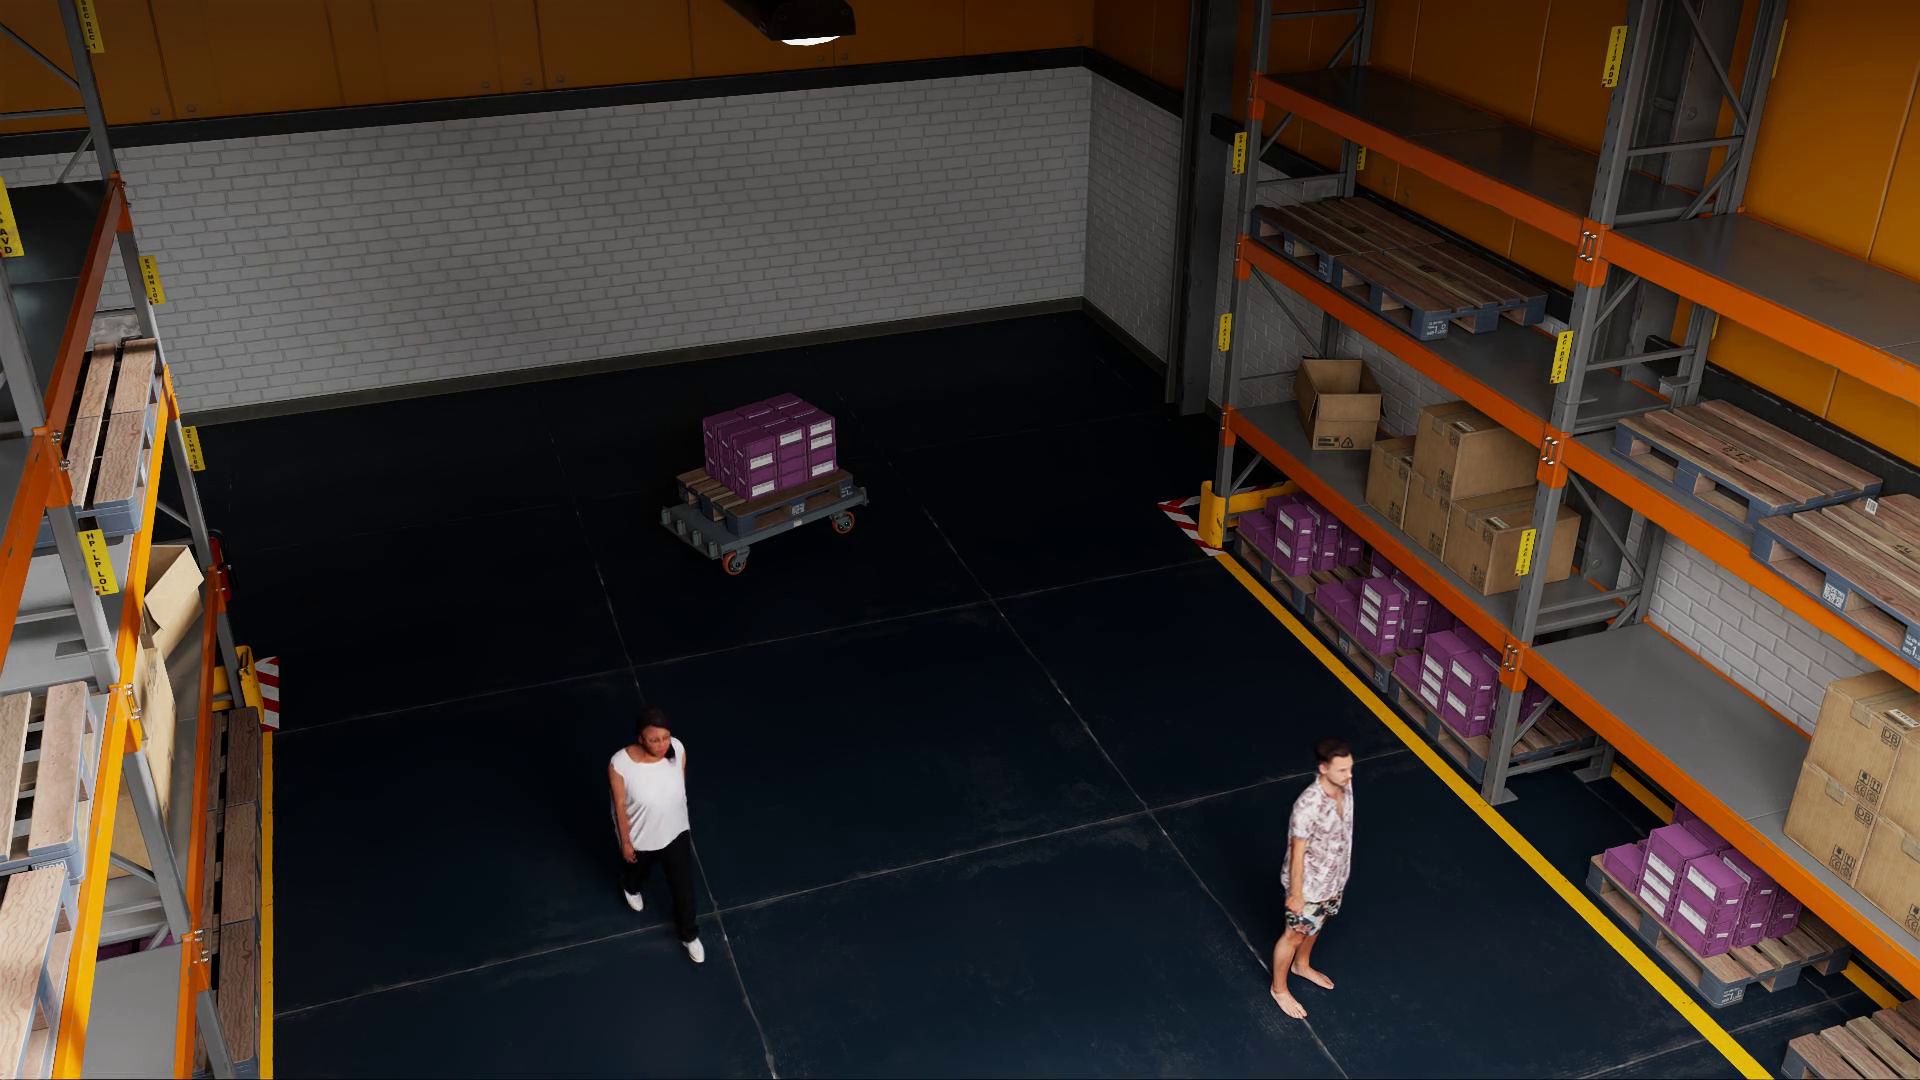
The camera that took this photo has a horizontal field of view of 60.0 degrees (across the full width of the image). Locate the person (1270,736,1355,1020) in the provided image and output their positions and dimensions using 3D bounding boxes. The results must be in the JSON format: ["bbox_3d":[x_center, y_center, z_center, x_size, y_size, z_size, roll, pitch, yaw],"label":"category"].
[{"bbox_3d":[2.012,1.863,9.442,0.727,1.814,0.751,24,37,37],"label":"person"}]

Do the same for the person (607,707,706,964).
[{"bbox_3d":[-1.853,1.695,9.919,0.760,1.653,1.127,-15,32,-25],"label":"person"}]
